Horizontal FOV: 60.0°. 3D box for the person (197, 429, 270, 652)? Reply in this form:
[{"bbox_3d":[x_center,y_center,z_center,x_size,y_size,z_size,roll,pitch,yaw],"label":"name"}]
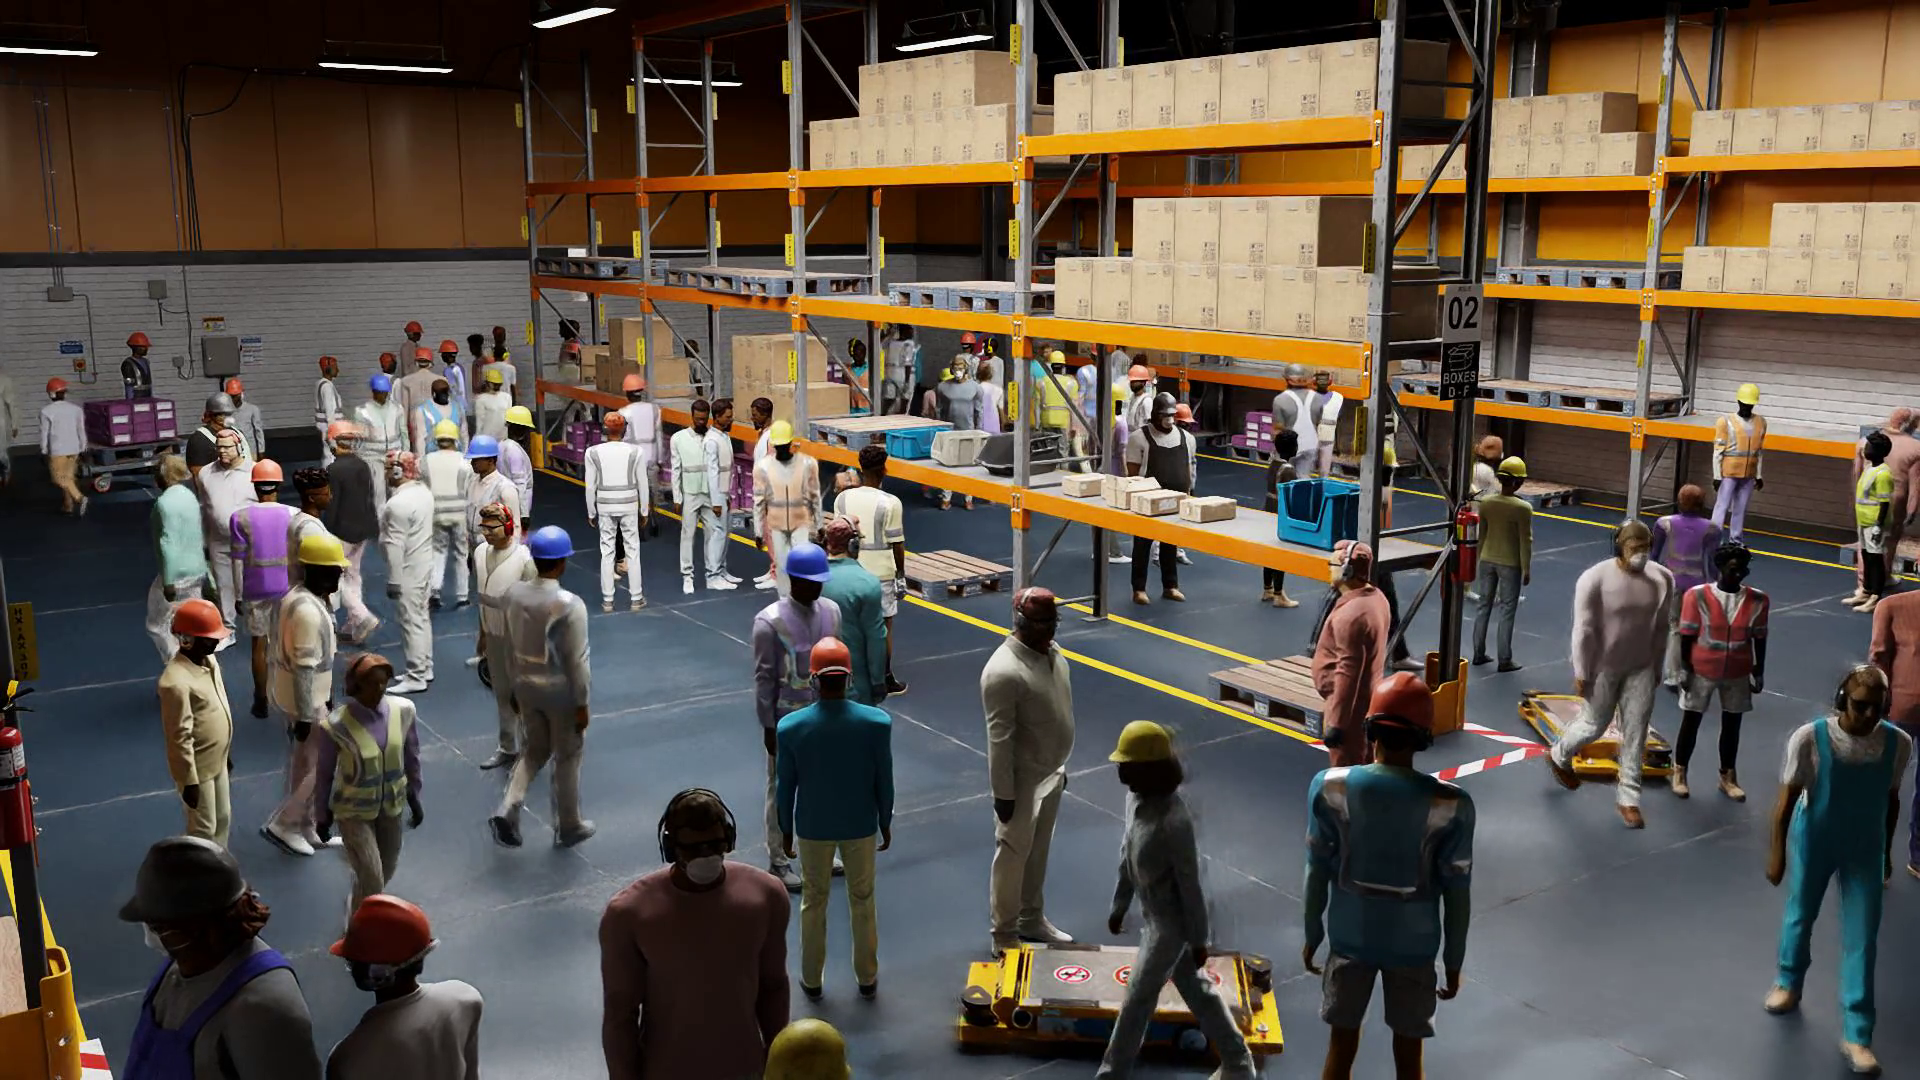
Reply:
[{"bbox_3d":[-6.163,0.009,14.151,0.638,1.909,0.408,-1,11,-3],"label":"person"}]

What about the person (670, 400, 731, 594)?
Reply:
[{"bbox_3d":[-2.562,-0.438,16.423,0.587,1.914,0.392,-6,12,-27],"label":"person"}]

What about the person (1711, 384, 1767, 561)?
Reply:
[{"bbox_3d":[8.364,-0.719,17.847,0.589,1.918,0.392,-2,11,-10],"label":"person"}]

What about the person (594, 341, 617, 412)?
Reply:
[{"bbox_3d":[-5.681,-2.349,26.745,0.539,1.698,0.319,-2,11,-12],"label":"person"}]

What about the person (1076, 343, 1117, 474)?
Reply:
[{"bbox_3d":[1.870,-1.694,22.535,0.605,2.037,0.388,-5,12,-24],"label":"person"}]

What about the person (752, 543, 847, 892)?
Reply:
[{"bbox_3d":[-0.862,0.962,9.194,0.607,1.939,0.418,-10,15,-43],"label":"person"}]

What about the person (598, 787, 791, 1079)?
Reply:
[{"bbox_3d":[-0.820,1.718,5.322,0.629,1.940,0.373,-6,12,-26],"label":"person"}]

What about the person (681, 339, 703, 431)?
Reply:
[{"bbox_3d":[-4.055,-2.109,25.156,0.507,1.843,0.346,9,14,37],"label":"person"}]

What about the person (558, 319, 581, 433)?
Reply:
[{"bbox_3d":[-6.635,-2.777,28.256,0.367,1.966,0.607,-6,13,-28],"label":"person"}]

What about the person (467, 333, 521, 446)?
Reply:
[{"bbox_3d":[-7.154,-2.204,25.424,0.803,1.939,0.619,-9,14,-38],"label":"person"}]

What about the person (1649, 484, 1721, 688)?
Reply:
[{"bbox_3d":[5.728,0.357,13.197,0.516,1.591,0.852,3,11,13],"label":"person"}]

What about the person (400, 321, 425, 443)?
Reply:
[{"bbox_3d":[-8.920,-2.583,27.222,0.412,1.985,0.613,1,11,4],"label":"person"}]

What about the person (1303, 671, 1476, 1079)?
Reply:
[{"bbox_3d":[1.600,1.490,6.260,0.609,2.036,0.404,4,12,19],"label":"person"}]

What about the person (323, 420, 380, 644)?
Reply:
[{"bbox_3d":[-5.255,-0.054,14.357,0.514,1.953,0.634,3,11,14],"label":"person"}]

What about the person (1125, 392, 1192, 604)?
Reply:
[{"bbox_3d":[1.944,-0.403,15.915,0.673,2.000,0.536,-4,12,-20],"label":"person"}]

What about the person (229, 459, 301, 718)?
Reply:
[{"bbox_3d":[-5.093,0.360,12.320,0.549,1.925,0.392,-6,13,-28],"label":"person"}]

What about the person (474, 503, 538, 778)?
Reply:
[{"bbox_3d":[-2.992,0.649,11.064,0.561,1.836,0.394,8,14,37],"label":"person"}]

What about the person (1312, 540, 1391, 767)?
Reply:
[{"bbox_3d":[2.179,0.941,9.381,0.399,1.909,0.642,6,12,27],"label":"person"}]

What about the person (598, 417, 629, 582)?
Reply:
[{"bbox_3d":[-3.501,-0.440,16.982,0.322,1.697,0.532,6,12,27],"label":"person"}]

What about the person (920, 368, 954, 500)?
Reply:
[{"bbox_3d":[-0.249,-1.385,21.729,0.572,1.739,0.389,-1,11,-5],"label":"person"}]

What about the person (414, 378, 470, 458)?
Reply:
[{"bbox_3d":[-6.081,-1.001,19.539,0.658,1.823,0.635,-9,14,-37],"label":"person"}]

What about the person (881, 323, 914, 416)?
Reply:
[{"bbox_3d":[-1.101,-2.728,28.103,0.636,1.930,0.759,8,14,36],"label":"person"}]

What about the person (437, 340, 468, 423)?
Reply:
[{"bbox_3d":[-7.240,-1.885,23.764,0.379,1.937,0.548,1,11,5],"label":"person"}]

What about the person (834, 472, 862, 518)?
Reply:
[{"bbox_3d":[-0.904,0.248,13.606,0.307,1.643,0.514,-3,12,-16],"label":"person"}]

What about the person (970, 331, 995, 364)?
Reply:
[{"bbox_3d":[0.345,-3.208,30.820,0.644,1.834,0.431,6,12,26],"label":"person"}]

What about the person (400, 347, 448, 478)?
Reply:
[{"bbox_3d":[-7.017,-1.538,21.875,0.635,1.985,0.414,-3,11,-13],"label":"person"}]

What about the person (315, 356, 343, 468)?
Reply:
[{"bbox_3d":[-8.232,-1.457,21.729,0.338,1.881,0.574,-6,12,-27],"label":"person"}]

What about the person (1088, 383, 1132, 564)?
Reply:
[{"bbox_3d":[1.612,-0.710,17.773,0.370,1.929,0.585,-8,14,-36],"label":"person"}]

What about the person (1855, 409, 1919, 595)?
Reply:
[{"bbox_3d":[9.053,-0.367,16.227,0.631,1.844,0.873,8,14,37],"label":"person"}]

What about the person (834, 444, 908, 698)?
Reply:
[{"bbox_3d":[-0.675,0.239,12.821,0.614,1.963,0.361,6,13,29],"label":"person"}]

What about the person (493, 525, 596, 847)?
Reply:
[{"bbox_3d":[-2.406,0.880,9.622,0.628,1.934,0.604,6,12,27],"label":"person"}]

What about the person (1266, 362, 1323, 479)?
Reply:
[{"bbox_3d":[3.890,-1.096,19.463,0.692,2.000,0.535,-4,12,-18],"label":"person"}]

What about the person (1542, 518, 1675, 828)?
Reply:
[{"bbox_3d":[4.036,0.762,10.310,0.641,1.914,0.791,-1,11,-5],"label":"person"}]

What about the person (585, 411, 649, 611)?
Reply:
[{"bbox_3d":[-3.210,-0.268,15.624,0.584,1.882,0.345,-1,11,-7],"label":"person"}]

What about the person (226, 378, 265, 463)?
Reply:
[{"bbox_3d":[-8.797,-1.108,20.313,0.577,1.740,0.380,-1,11,-5],"label":"person"}]

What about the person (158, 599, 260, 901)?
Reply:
[{"bbox_3d":[-3.950,1.156,8.720,0.355,1.737,0.573,-1,11,-7],"label":"person"}]

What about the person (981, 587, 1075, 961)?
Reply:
[{"bbox_3d":[0.369,1.164,8.250,0.404,1.903,0.651,6,13,29],"label":"person"}]

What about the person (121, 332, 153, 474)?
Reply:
[{"bbox_3d":[-11.795,-1.976,24.000,0.419,2.034,0.604,0,11,1],"label":"person"}]

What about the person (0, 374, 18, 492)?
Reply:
[{"bbox_3d":[-12.734,-1.501,21.852,0.648,1.921,0.476,-3,11,-14],"label":"person"}]

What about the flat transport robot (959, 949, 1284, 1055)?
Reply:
[{"bbox_3d":[0.737,2.098,7.658,1.431,0.197,0.652,1,11,5],"label":"flat transport robot"}]

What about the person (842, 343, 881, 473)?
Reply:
[{"bbox_3d":[-1.412,-1.857,23.683,0.587,1.914,0.392,3,11,14],"label":"person"}]

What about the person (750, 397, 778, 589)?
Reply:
[{"bbox_3d":[-1.897,-0.478,16.653,0.403,1.908,0.597,-3,11,-15],"label":"person"}]

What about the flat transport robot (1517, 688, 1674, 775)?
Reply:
[{"bbox_3d":[4.414,1.325,11.612,0.652,0.197,1.431,1,11,4],"label":"flat transport robot"}]

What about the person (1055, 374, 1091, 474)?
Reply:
[{"bbox_3d":[1.451,-1.432,22.348,0.870,1.583,0.522,8,14,36],"label":"person"}]

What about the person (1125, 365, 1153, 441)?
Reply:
[{"bbox_3d":[2.104,-1.118,19.835,0.357,1.938,0.552,-4,12,-18],"label":"person"}]
